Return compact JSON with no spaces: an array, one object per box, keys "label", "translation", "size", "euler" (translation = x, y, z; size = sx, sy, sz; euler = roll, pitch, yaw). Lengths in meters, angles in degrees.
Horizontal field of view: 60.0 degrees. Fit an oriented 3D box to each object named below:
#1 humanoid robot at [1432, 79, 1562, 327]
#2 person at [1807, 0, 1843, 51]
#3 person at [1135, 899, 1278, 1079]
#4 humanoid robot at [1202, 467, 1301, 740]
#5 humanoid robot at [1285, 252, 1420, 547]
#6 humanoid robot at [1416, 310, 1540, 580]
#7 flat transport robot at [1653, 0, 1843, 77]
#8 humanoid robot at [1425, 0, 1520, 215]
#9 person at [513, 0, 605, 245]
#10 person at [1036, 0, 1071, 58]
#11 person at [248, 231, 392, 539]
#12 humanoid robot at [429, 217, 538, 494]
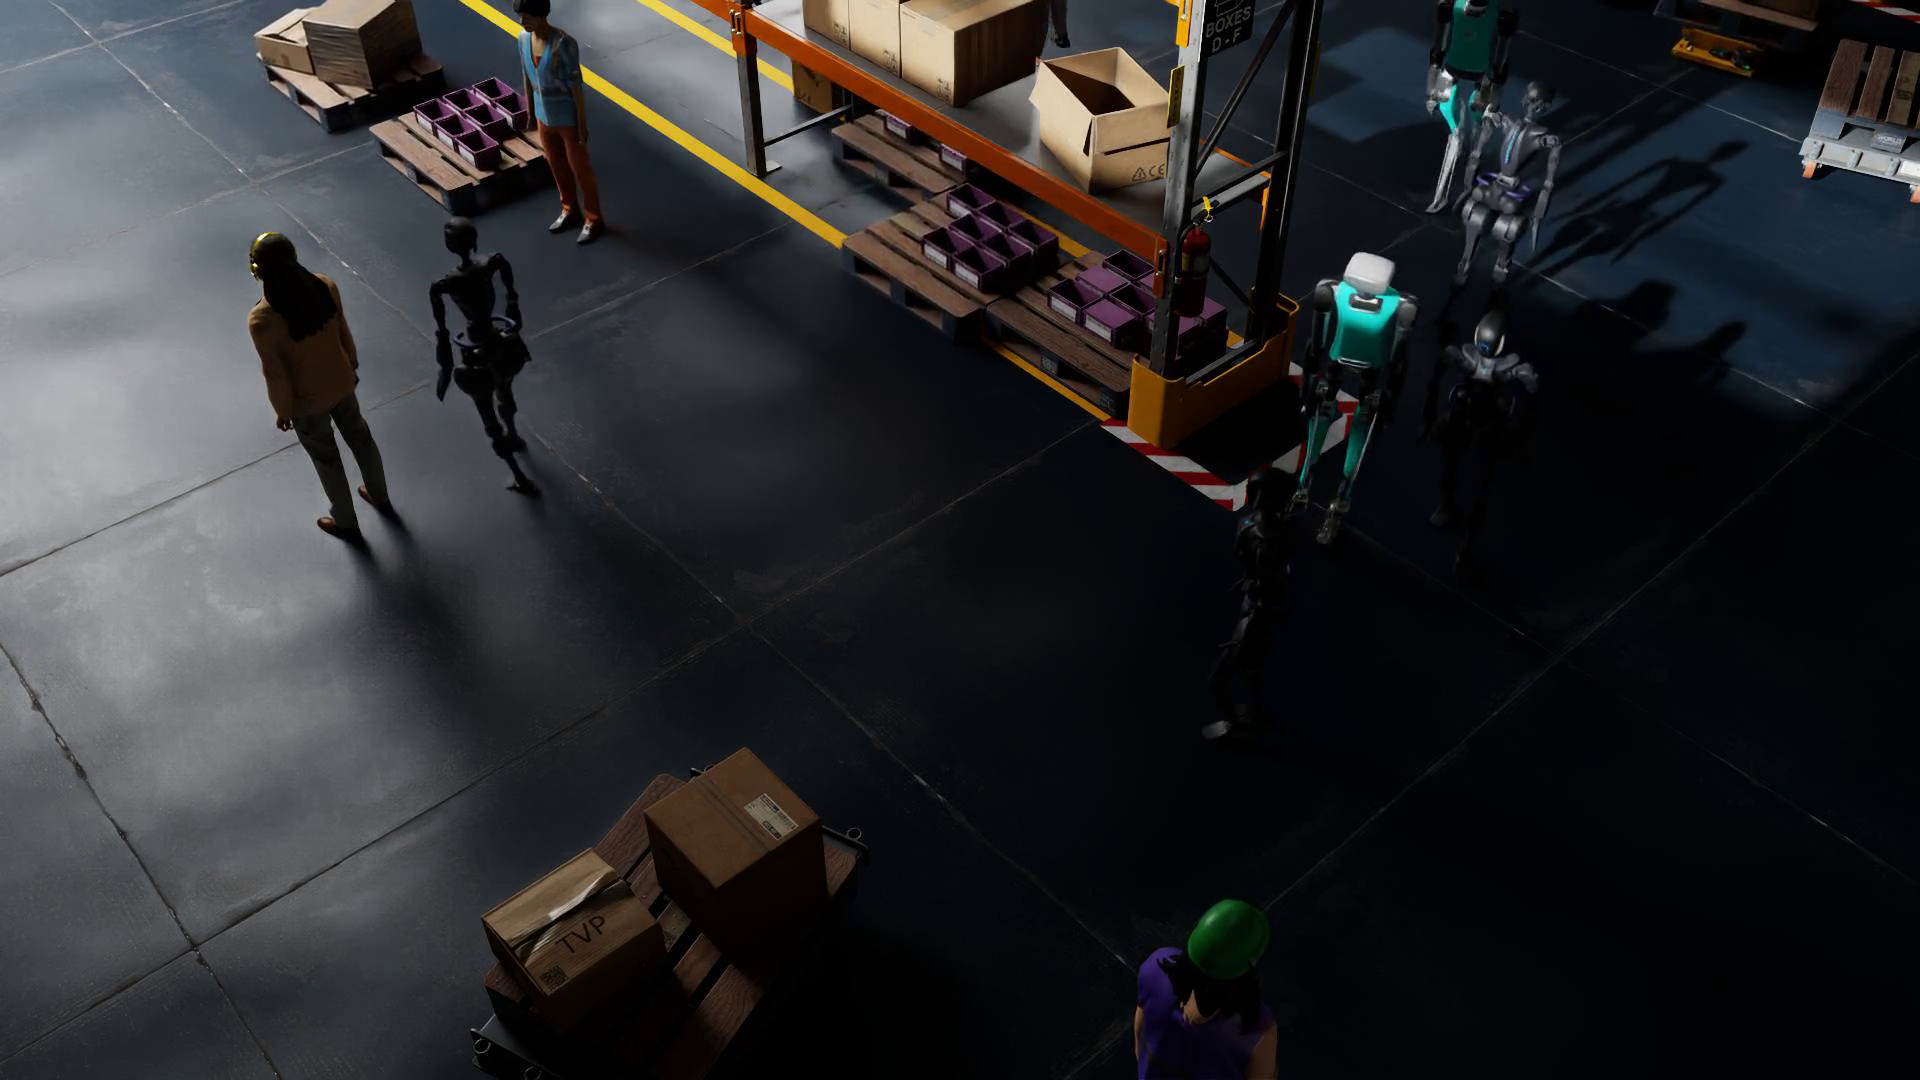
[{"label":"humanoid robot","translation":[3.338,-2.062,10.342],"size":[0.734,1.637,0.616],"euler":[-33,52,-30]},{"label":"person","translation":[7.061,-4.738,13.106],"size":[0.416,1.815,0.537],"euler":[-12,44,-13]},{"label":"person","translation":[0.836,1.894,5.808],"size":[0.529,1.931,0.410],"euler":[28,49,27]},{"label":"humanoid robot","translation":[1.369,0.301,7.724],"size":[0.370,1.647,0.611],"euler":[6,43,7]},{"label":"humanoid robot","translation":[1.980,-0.580,8.675],"size":[0.537,1.845,0.654],"euler":[14,44,14]},{"label":"humanoid robot","translation":[2.711,-0.578,8.712],"size":[0.609,1.602,0.697],"euler":[18,45,18]},{"label":"flat transport robot","translation":[6.446,-4.234,13.700],"size":[0.659,0.231,1.431],"euler":[27,49,26]},{"label":"humanoid robot","translation":[3.565,-3.138,11.458],"size":[0.534,1.808,0.923],"euler":[26,48,25]},{"label":"person","translation":[-2.683,-2.821,11.064],"size":[0.504,1.758,0.344],"euler":[20,46,21]},{"label":"person","translation":[0.521,-3.544,11.753],"size":[0.678,1.880,0.760],"euler":[-29,50,-28]},{"label":"person","translation":[-3.379,-0.798,8.778],"size":[0.409,1.877,0.554],"euler":[22,47,23]},{"label":"humanoid robot","translation":[-2.634,-1.026,9.196],"size":[0.624,1.640,0.598],"euler":[29,50,27]}]
